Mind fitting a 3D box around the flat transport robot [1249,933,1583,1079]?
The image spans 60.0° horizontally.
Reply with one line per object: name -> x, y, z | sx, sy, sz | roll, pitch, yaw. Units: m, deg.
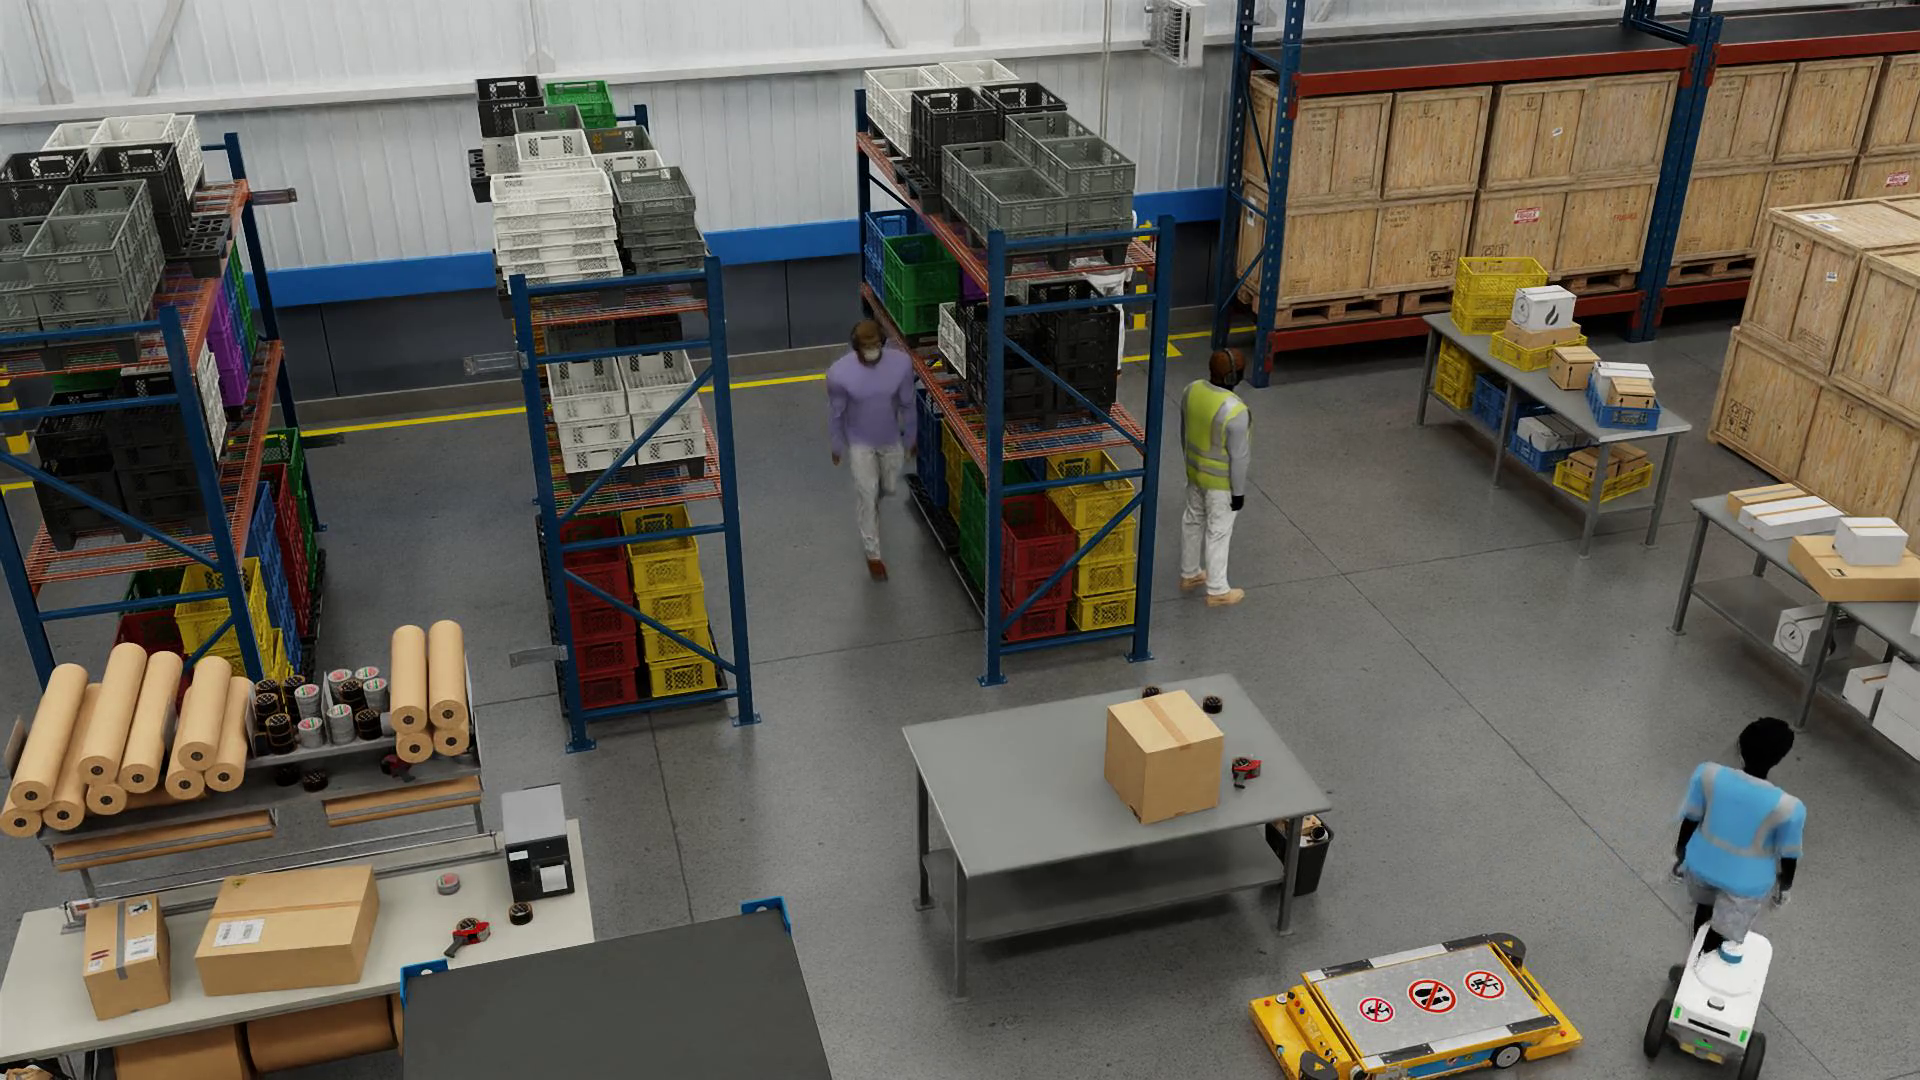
flat transport robot -> 2.184, 2.282, 7.980 | 1.431, 0.197, 0.652 | -8, 30, -14

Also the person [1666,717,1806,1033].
person -> 3.648, 1.559, 7.870 | 0.804, 1.655, 0.537 | -24, 37, -36

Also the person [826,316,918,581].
person -> -0.638, -0.734, 11.781 | 0.621, 1.911, 0.819 | -9, 30, -16

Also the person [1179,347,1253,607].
person -> 1.743, -0.441, 11.316 | 0.430, 1.844, 0.624 | -15, 32, -25

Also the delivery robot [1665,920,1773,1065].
delivery robot -> 3.615, 2.118, 7.893 | 0.477, 0.478, 0.707 | 17, 33, 27

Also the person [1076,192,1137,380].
person -> 1.265, -2.292, 14.644 | 0.576, 1.882, 0.355 | -12, 31, -20
